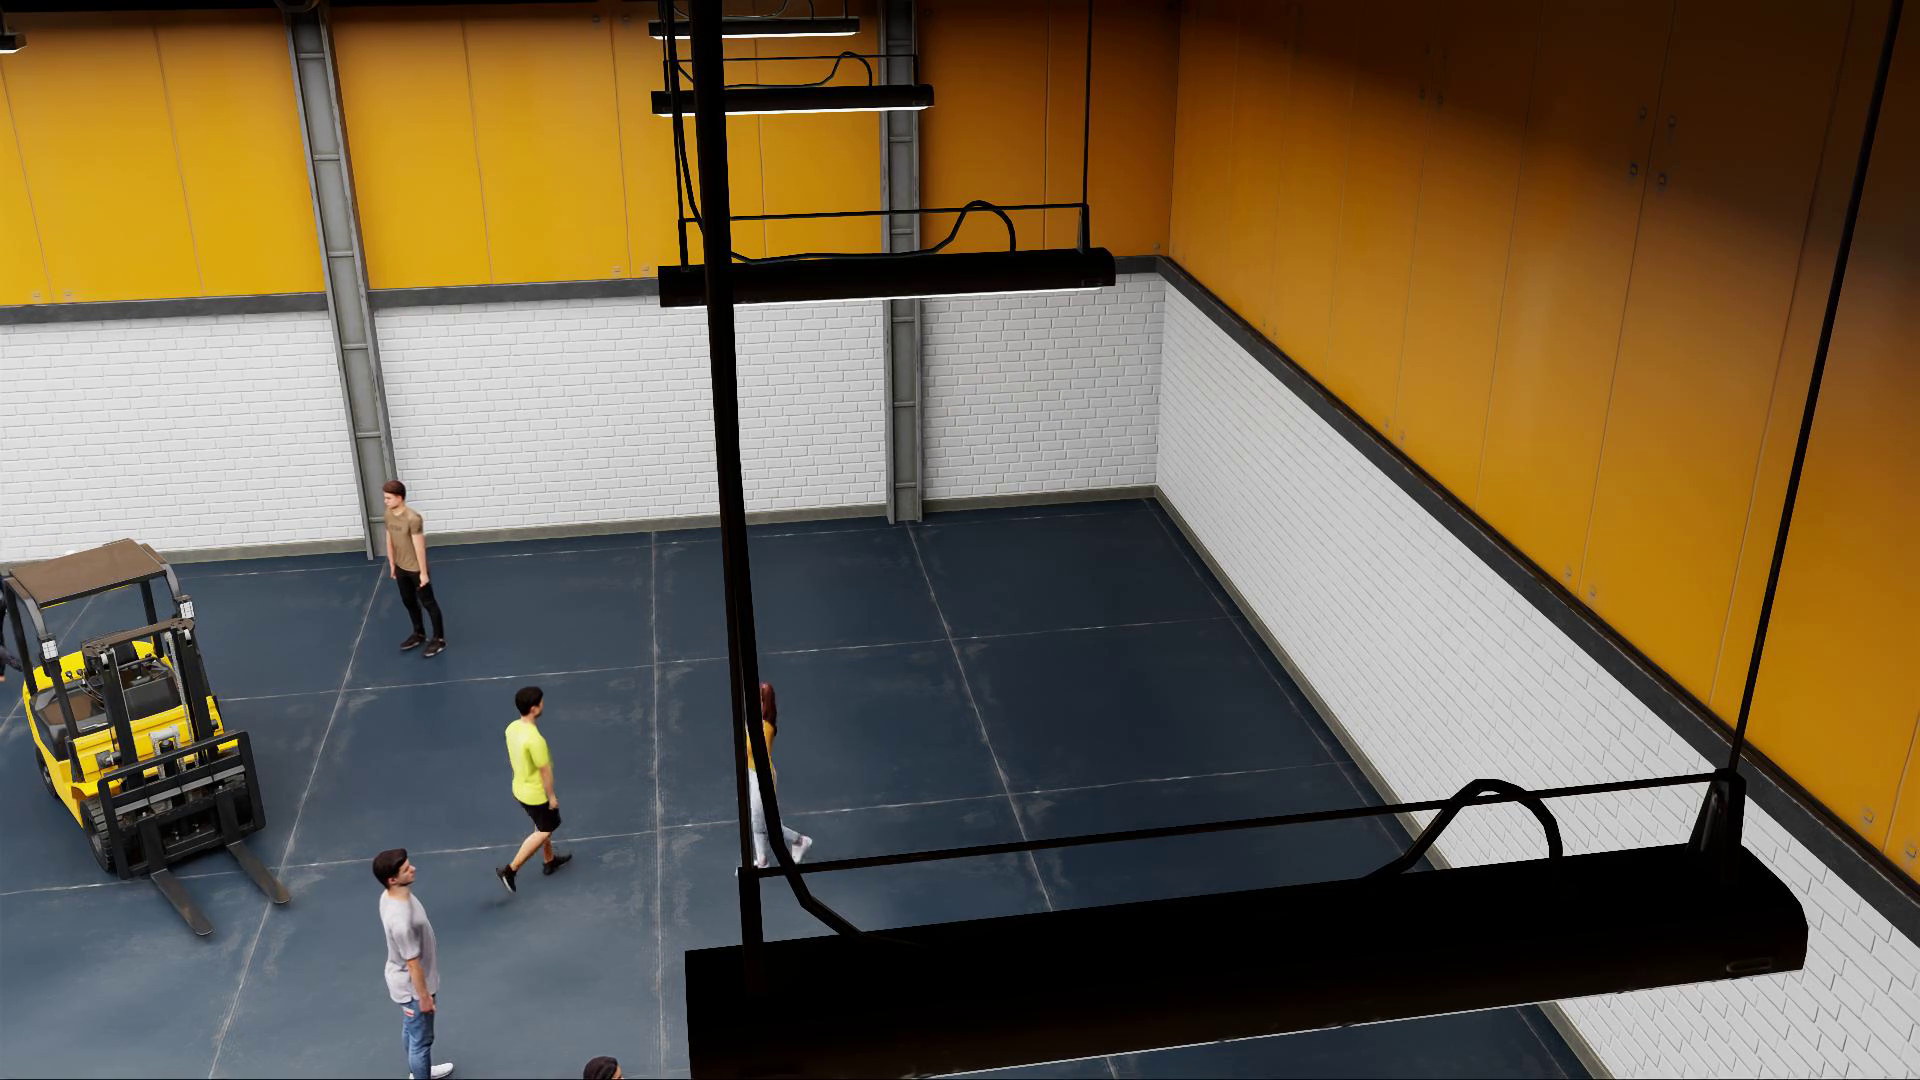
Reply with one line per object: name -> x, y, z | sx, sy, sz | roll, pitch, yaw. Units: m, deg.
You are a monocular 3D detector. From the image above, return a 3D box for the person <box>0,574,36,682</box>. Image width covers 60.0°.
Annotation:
person -> -9.224, 0.639, 15.873 | 1.053, 1.707, 0.846 | 5, 24, 12

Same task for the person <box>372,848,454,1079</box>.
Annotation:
person -> -3.525, 2.801, 10.698 | 0.657, 1.890, 0.727 | -10, 26, -22

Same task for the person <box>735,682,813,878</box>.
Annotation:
person -> -1.476, 1.877, 13.001 | 0.881, 1.739, 0.664 | -8, 25, -17

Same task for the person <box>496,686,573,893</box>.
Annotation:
person -> -3.371, 1.953, 12.889 | 1.060, 1.689, 0.937 | -21, 31, -39

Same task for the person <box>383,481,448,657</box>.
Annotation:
person -> -5.436, 0.261, 16.568 | 0.740, 1.844, 0.806 | 13, 27, 27

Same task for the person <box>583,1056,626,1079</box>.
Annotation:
person -> -1.880, 3.553, 9.075 | 0.533, 1.812, 0.622 | -3, 24, -6
